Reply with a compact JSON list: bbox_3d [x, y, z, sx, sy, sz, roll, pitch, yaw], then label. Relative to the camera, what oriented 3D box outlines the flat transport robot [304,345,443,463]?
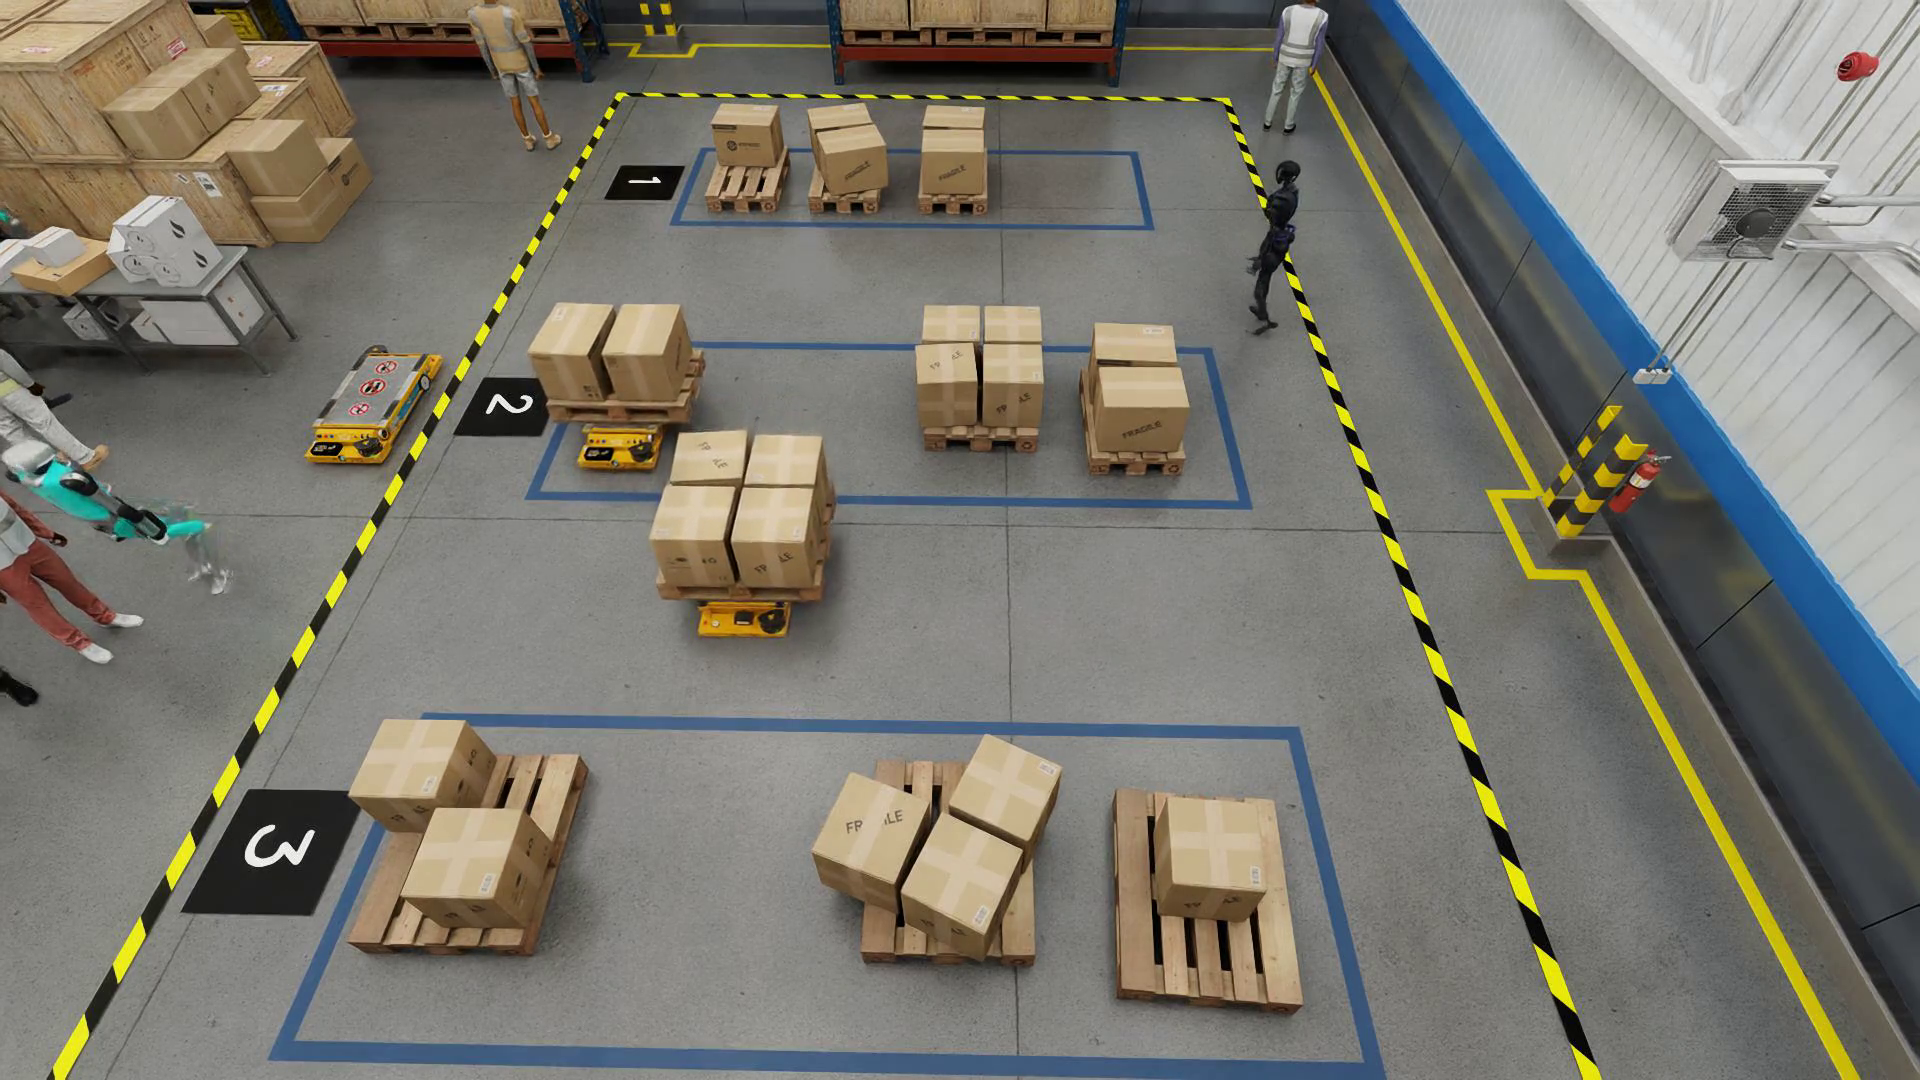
[{"bbox_3d":[-5.383,-1.269,8.441,0.659,0.231,1.431,1,50,1],"label":"flat transport robot"}]

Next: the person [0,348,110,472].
[{"bbox_3d":[-7.799,-1.244,7.390,0.625,1.844,0.429,-9,50,-8],"label":"person"}]

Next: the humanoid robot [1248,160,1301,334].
[{"bbox_3d":[3.054,-2.802,8.813,0.448,1.638,0.606,24,54,19],"label":"humanoid robot"}]

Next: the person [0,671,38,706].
[{"bbox_3d":[-6.876,0.535,5.835,0.748,1.908,0.555,32,57,24],"label":"person"}]

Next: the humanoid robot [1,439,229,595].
[{"bbox_3d":[-5.852,-0.204,6.582,0.551,1.769,0.801,7,50,6],"label":"humanoid robot"}]

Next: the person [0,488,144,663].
[{"bbox_3d":[-6.410,0.112,6.192,0.387,1.918,0.589,6,50,5],"label":"person"}]

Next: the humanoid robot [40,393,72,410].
[{"bbox_3d":[-8.663,-1.652,7.884,0.609,1.651,0.757,27,55,21],"label":"humanoid robot"}]

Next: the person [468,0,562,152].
[{"bbox_3d":[-5.396,-5.750,11.076,0.613,2.034,0.390,-2,50,-2],"label":"person"}]

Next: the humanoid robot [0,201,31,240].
[{"bbox_3d":[-10.210,-3.612,9.459,1.009,1.735,0.555,1,50,1],"label":"humanoid robot"}]

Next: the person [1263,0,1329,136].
[{"bbox_3d":[4.186,-6.001,11.420,0.588,1.832,0.404,21,53,17],"label":"person"}]

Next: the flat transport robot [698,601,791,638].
[{"bbox_3d":[-1.615,0.127,7.241,0.652,0.197,1.431,1,50,1],"label":"flat transport robot"}]

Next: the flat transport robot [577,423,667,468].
[{"bbox_3d":[-2.983,-1.231,8.390,0.652,0.197,1.431,1,50,1],"label":"flat transport robot"}]

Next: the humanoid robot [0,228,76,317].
[{"bbox_3d":[-9.588,-2.909,8.925,0.765,1.624,0.588,0,50,0],"label":"humanoid robot"}]
